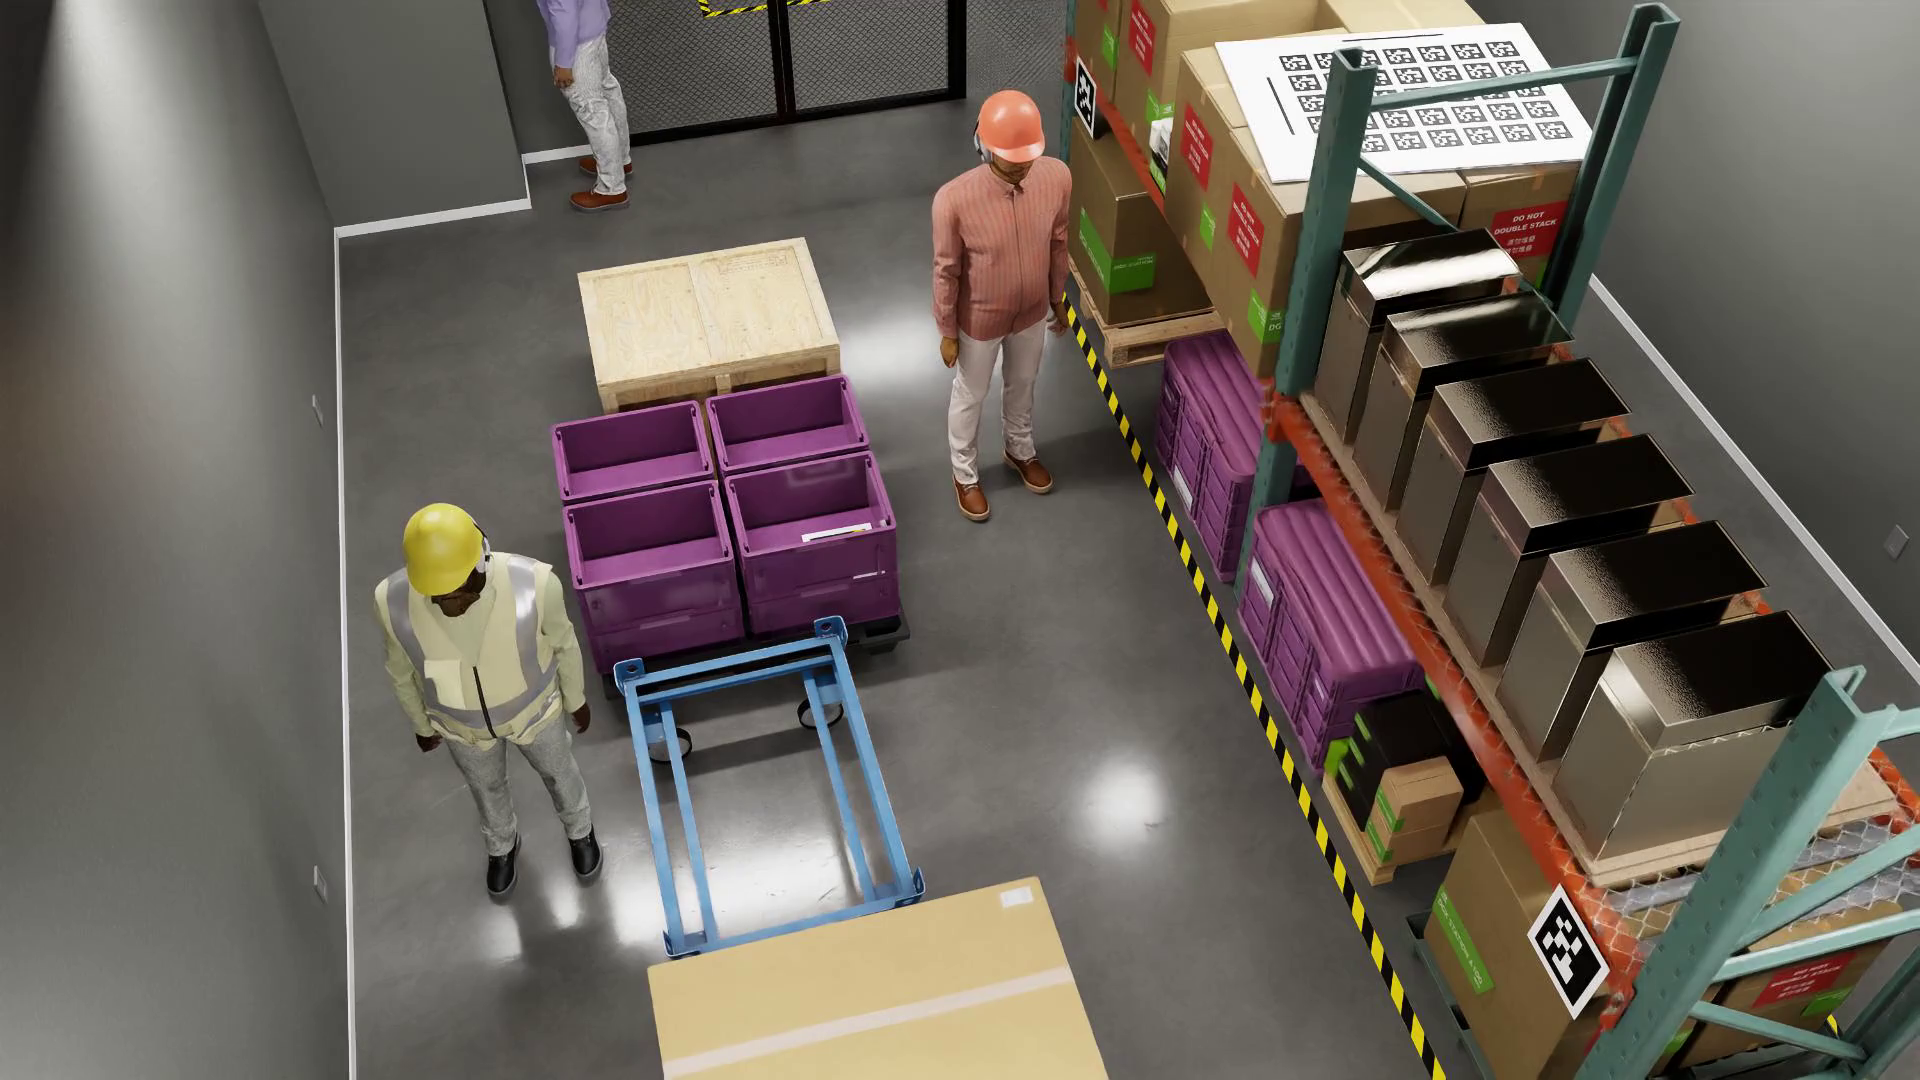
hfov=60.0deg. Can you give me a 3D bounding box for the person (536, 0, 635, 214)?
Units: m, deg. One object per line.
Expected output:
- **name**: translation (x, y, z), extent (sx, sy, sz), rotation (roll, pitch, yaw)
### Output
- **person**: translation (-1.899, -2.510, 8.192), extent (0.360, 1.937, 0.633), rotation (1, 47, 1)

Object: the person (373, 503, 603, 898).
- **person**: translation (-1.520, 0.544, 5.457), extent (0.600, 1.832, 0.404), rotation (-9, 48, -8)

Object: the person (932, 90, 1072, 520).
- **person**: translation (0.174, -0.928, 6.701), extent (0.612, 1.995, 0.376), rotation (-23, 51, -19)
